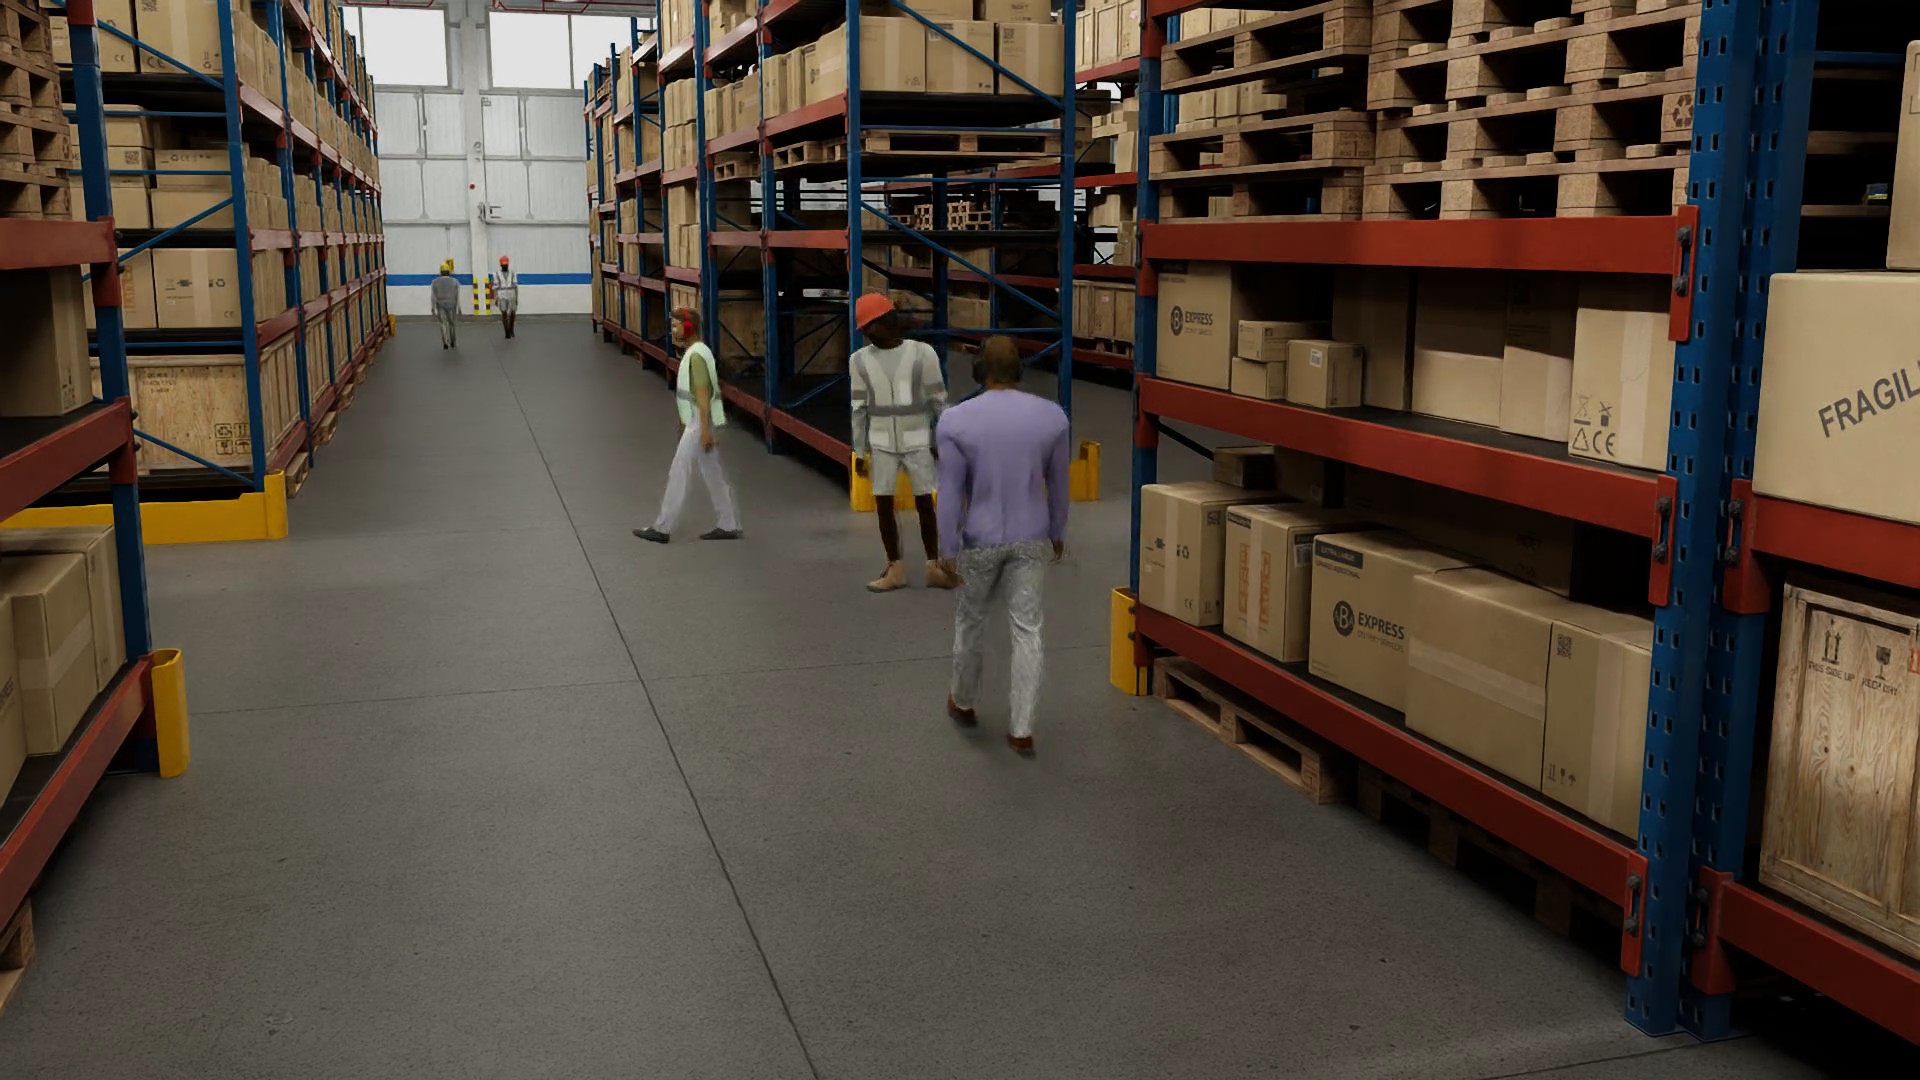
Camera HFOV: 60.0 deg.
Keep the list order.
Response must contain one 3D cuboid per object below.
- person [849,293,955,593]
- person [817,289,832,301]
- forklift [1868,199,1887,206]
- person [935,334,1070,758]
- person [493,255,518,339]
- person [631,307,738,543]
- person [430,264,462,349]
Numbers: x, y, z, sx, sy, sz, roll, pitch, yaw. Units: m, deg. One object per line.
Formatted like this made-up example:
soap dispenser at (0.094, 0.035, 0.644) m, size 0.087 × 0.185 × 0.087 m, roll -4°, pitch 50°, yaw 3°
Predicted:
person at (-0.326, -0.616, 10.918) m, size 0.799 × 1.992 × 0.455 m, roll 1°, pitch 10°, yaw 7°
person at (-3.703, -6.657, 44.253) m, size 0.946 × 1.891 × 0.577 m, roll -6°, pitch 12°, yaw -28°
forklift at (11.338, -2.915, 21.052) m, size 1.129 × 2.768 × 1.873 m, roll -3°, pitch 11°, yaw -17°
person at (0.188, 0.001, 7.760) m, size 0.655 × 1.903 × 0.911 m, roll -2°, pitch 10°, yaw -9°
person at (-10.499, -5.615, 38.479) m, size 0.554 × 1.919 × 0.414 m, roll -4°, pitch 11°, yaw -23°
person at (-2.136, -0.869, 12.765) m, size 0.888 × 1.803 × 0.609 m, roll -2°, pitch 10°, yaw -9°
person at (-10.832, -4.918, 35.051) m, size 0.615 × 1.777 × 0.968 m, roll -4°, pitch 11°, yaw -20°
